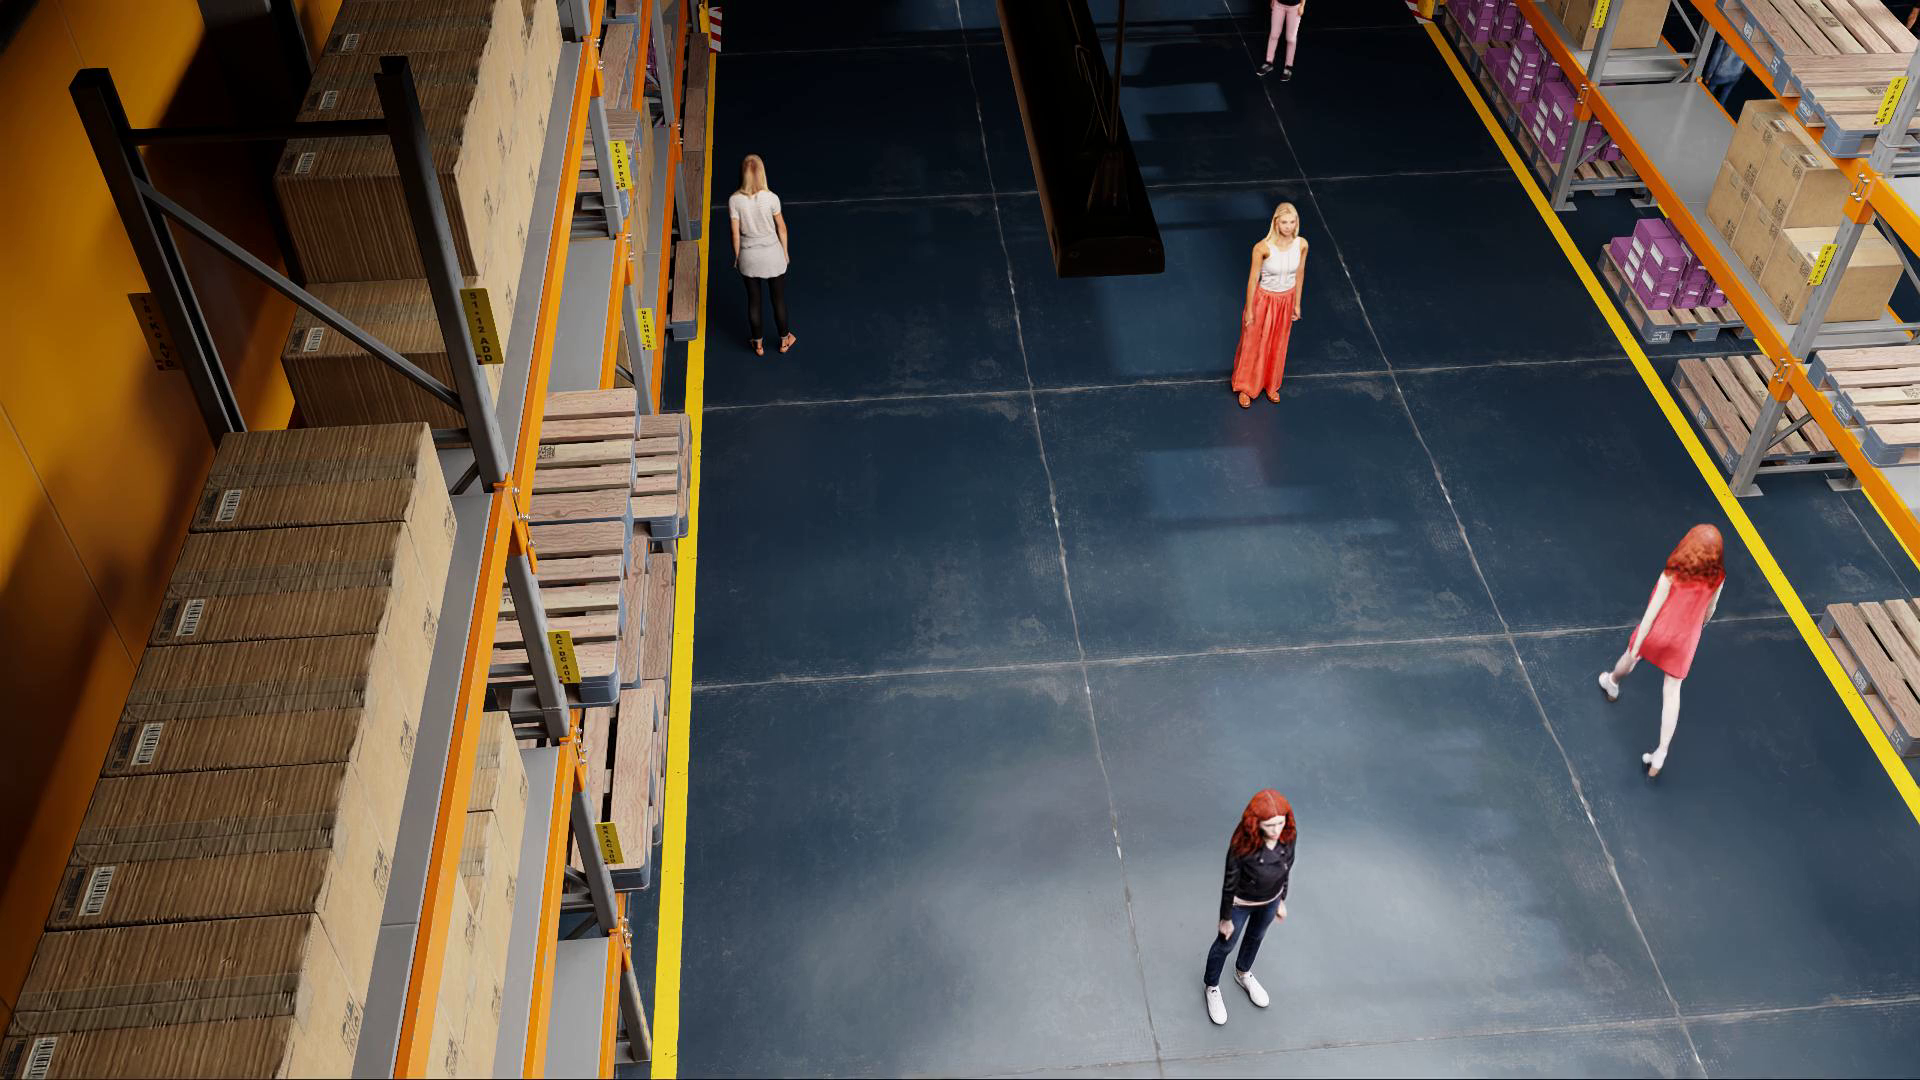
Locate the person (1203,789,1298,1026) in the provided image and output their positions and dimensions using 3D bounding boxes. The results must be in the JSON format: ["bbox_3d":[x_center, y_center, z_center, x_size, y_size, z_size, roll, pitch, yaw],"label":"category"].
[{"bbox_3d":[1.567,1.955,8.964,0.637,1.787,0.639,-16,46,-16],"label":"person"}]

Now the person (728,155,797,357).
[{"bbox_3d":[-1.596,-2.271,13.372,0.599,1.826,0.515,-3,44,-3],"label":"person"}]

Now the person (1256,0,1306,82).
[{"bbox_3d":[3.333,-5.448,16.896,0.620,1.564,0.663,23,48,22],"label":"person"}]

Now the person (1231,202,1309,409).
[{"bbox_3d":[2.422,-1.835,12.931,0.663,1.803,0.622,-10,44,-10],"label":"person"}]

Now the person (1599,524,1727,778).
[{"bbox_3d":[4.407,0.699,10.289,0.688,1.779,1.154,0,44,0],"label":"person"}]
